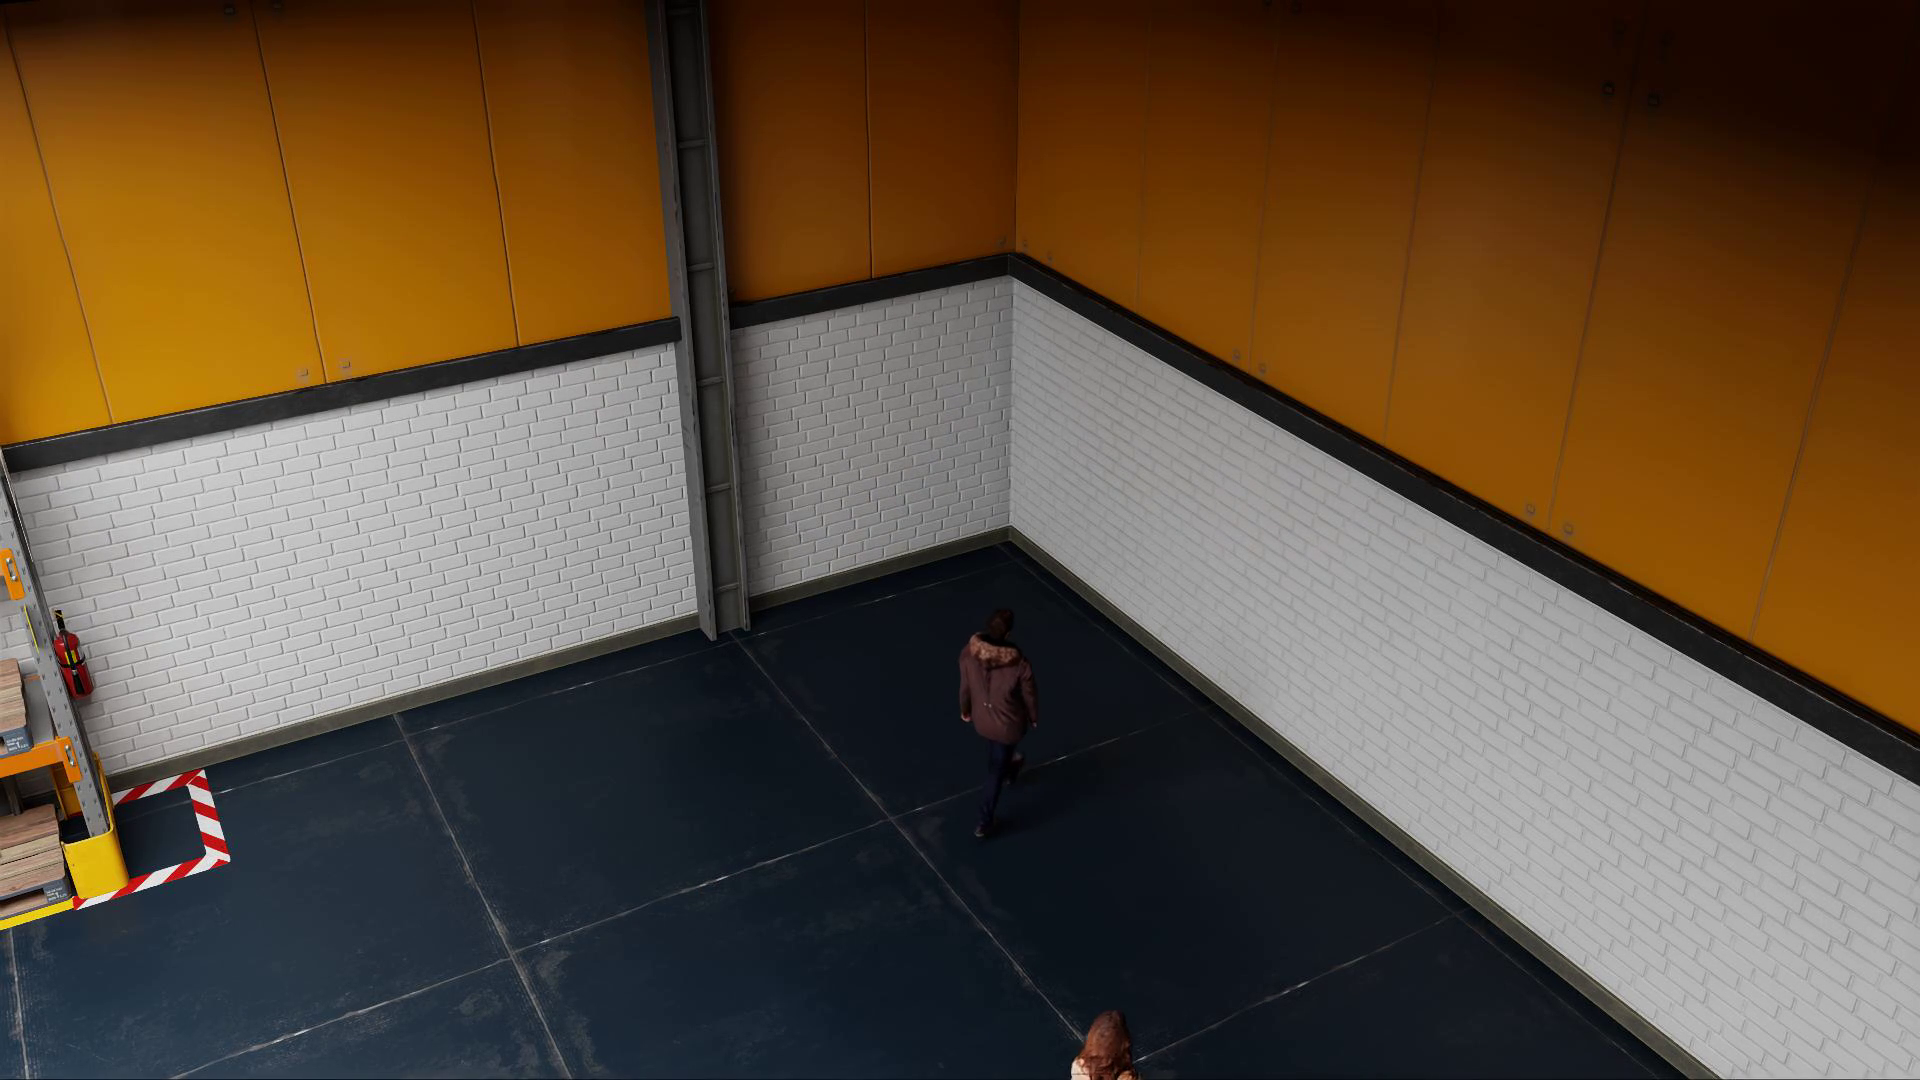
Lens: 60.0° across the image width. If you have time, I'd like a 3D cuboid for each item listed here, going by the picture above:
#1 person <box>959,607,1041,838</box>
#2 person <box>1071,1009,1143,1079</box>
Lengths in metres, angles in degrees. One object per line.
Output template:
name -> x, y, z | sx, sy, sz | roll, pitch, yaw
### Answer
person -> 0.254, 1.395, 12.452 | 1.105, 1.785, 1.319 | 16, 32, 27
person -> 0.751, 3.326, 9.007 | 1.086, 1.694, 1.212 | 10, 30, 18
